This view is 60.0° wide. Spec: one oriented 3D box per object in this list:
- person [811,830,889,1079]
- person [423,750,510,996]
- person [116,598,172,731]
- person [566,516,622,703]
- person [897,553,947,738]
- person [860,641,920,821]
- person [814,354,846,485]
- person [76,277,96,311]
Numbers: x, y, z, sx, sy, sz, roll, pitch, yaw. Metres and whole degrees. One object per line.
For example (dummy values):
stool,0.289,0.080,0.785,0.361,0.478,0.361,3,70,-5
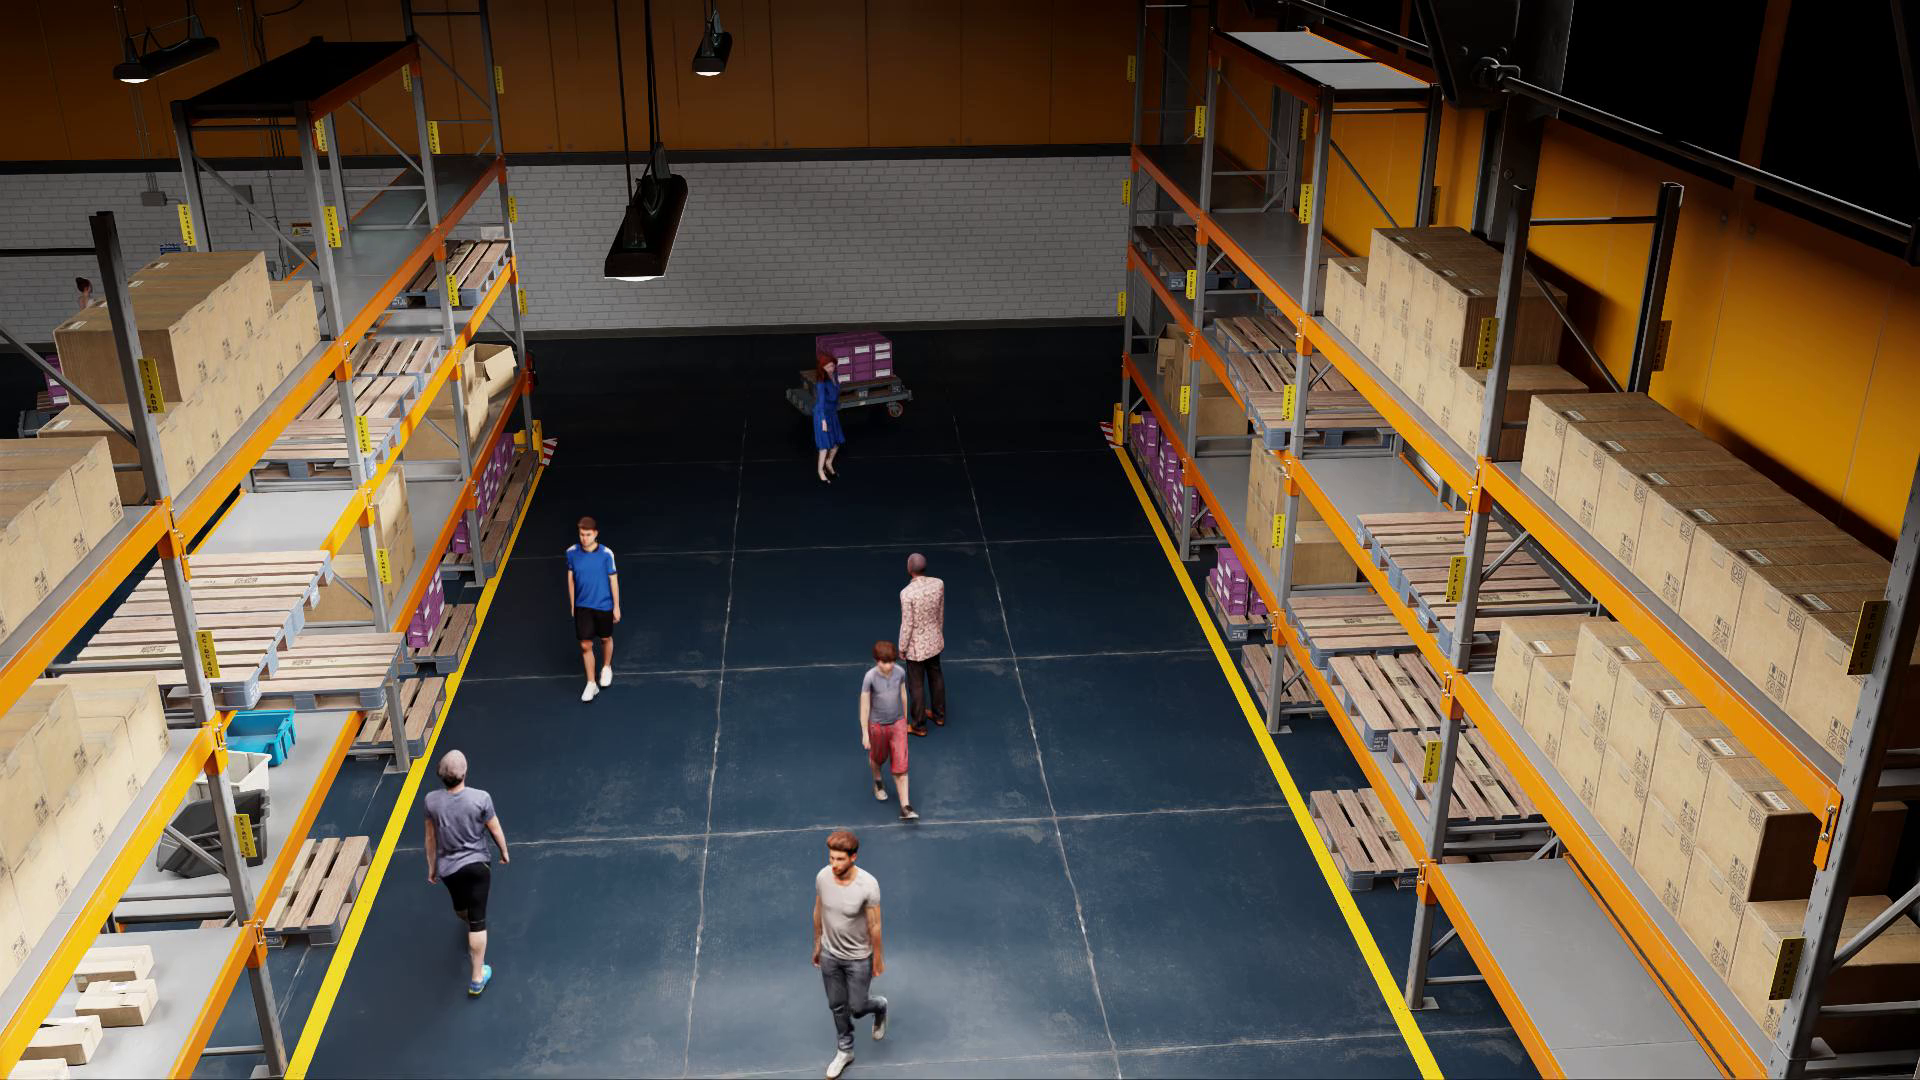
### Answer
person,-0.728,2.760,11.345,0.911,1.883,1.020,11,26,24
person,-3.614,2.452,12.104,0.715,1.841,1.160,-2,24,-3
person,-7.469,1.205,15.317,0.565,1.552,0.679,-1,24,-3
person,-3.565,0.592,16.356,0.688,1.842,0.938,-2,24,-4
person,-0.351,0.966,15.545,0.781,1.807,0.817,-21,32,-40
person,-0.669,1.576,14.394,0.793,1.611,1.158,-8,25,-17
person,-1.735,-1.552,21.331,0.831,1.786,0.753,7,25,16
person,-12.873,-3.034,24.714,0.631,1.792,0.667,15,28,30
